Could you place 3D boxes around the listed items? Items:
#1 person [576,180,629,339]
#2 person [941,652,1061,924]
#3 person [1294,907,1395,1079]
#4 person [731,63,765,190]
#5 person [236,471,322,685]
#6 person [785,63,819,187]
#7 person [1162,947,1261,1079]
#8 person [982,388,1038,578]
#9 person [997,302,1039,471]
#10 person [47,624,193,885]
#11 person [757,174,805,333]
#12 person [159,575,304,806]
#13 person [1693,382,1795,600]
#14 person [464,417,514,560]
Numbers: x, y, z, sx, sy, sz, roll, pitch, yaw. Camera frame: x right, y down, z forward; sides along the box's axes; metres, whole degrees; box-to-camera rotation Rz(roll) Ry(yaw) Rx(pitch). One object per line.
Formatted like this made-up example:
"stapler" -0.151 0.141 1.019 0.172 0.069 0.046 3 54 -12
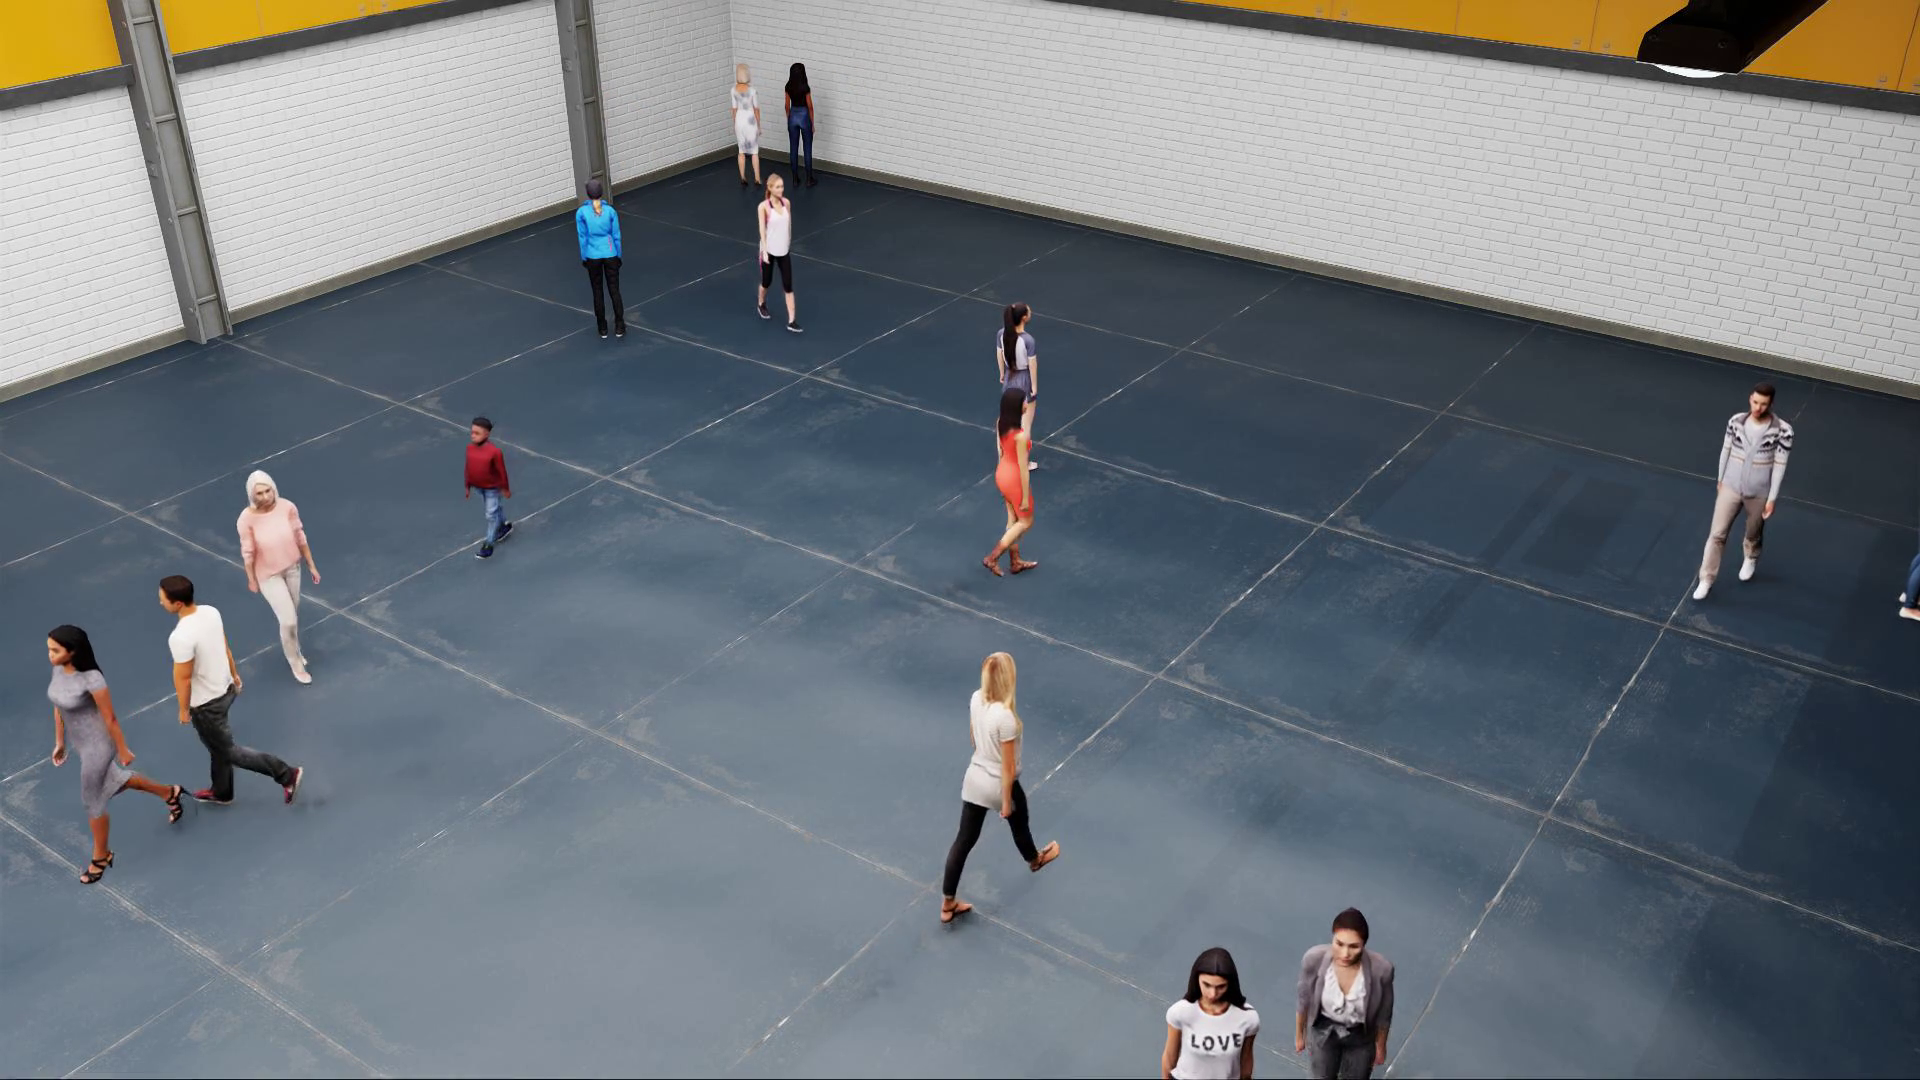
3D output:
"person" -3.992 -3.132 18.536 0.682 1.795 0.730 -4 29 -7
"person" 0.123 1.534 10.007 1.273 1.773 0.818 -24 37 -37
"person" 1.929 2.472 8.409 0.789 1.656 0.903 10 30 17
"person" -3.025 -5.879 23.622 0.624 1.749 0.609 7 29 13
"person" -5.168 0.205 12.514 0.663 1.704 0.688 19 34 31
"person" -2.283 -5.928 23.722 0.643 1.739 0.646 6 29 10
"person" 1.162 2.650 7.960 0.671 1.774 0.692 0 29 1
"person" 0.370 -0.438 13.689 0.901 1.708 0.764 -16 32 -27
"person" 0.541 -1.438 15.584 0.610 1.650 0.531 22 36 35
"person" -5.377 1.271 10.514 0.571 1.748 1.051 19 34 31
"person" -2.151 -3.262 18.823 1.160 1.749 0.955 -19 34 -31
"person" -4.831 1.026 10.938 1.074 1.772 1.093 0 29 -1
"person" 6.468 -0.446 13.572 0.736 1.834 1.196 21 35 33
"person" -4.024 -0.503 14.305 0.606 1.234 0.899 12 31 21
